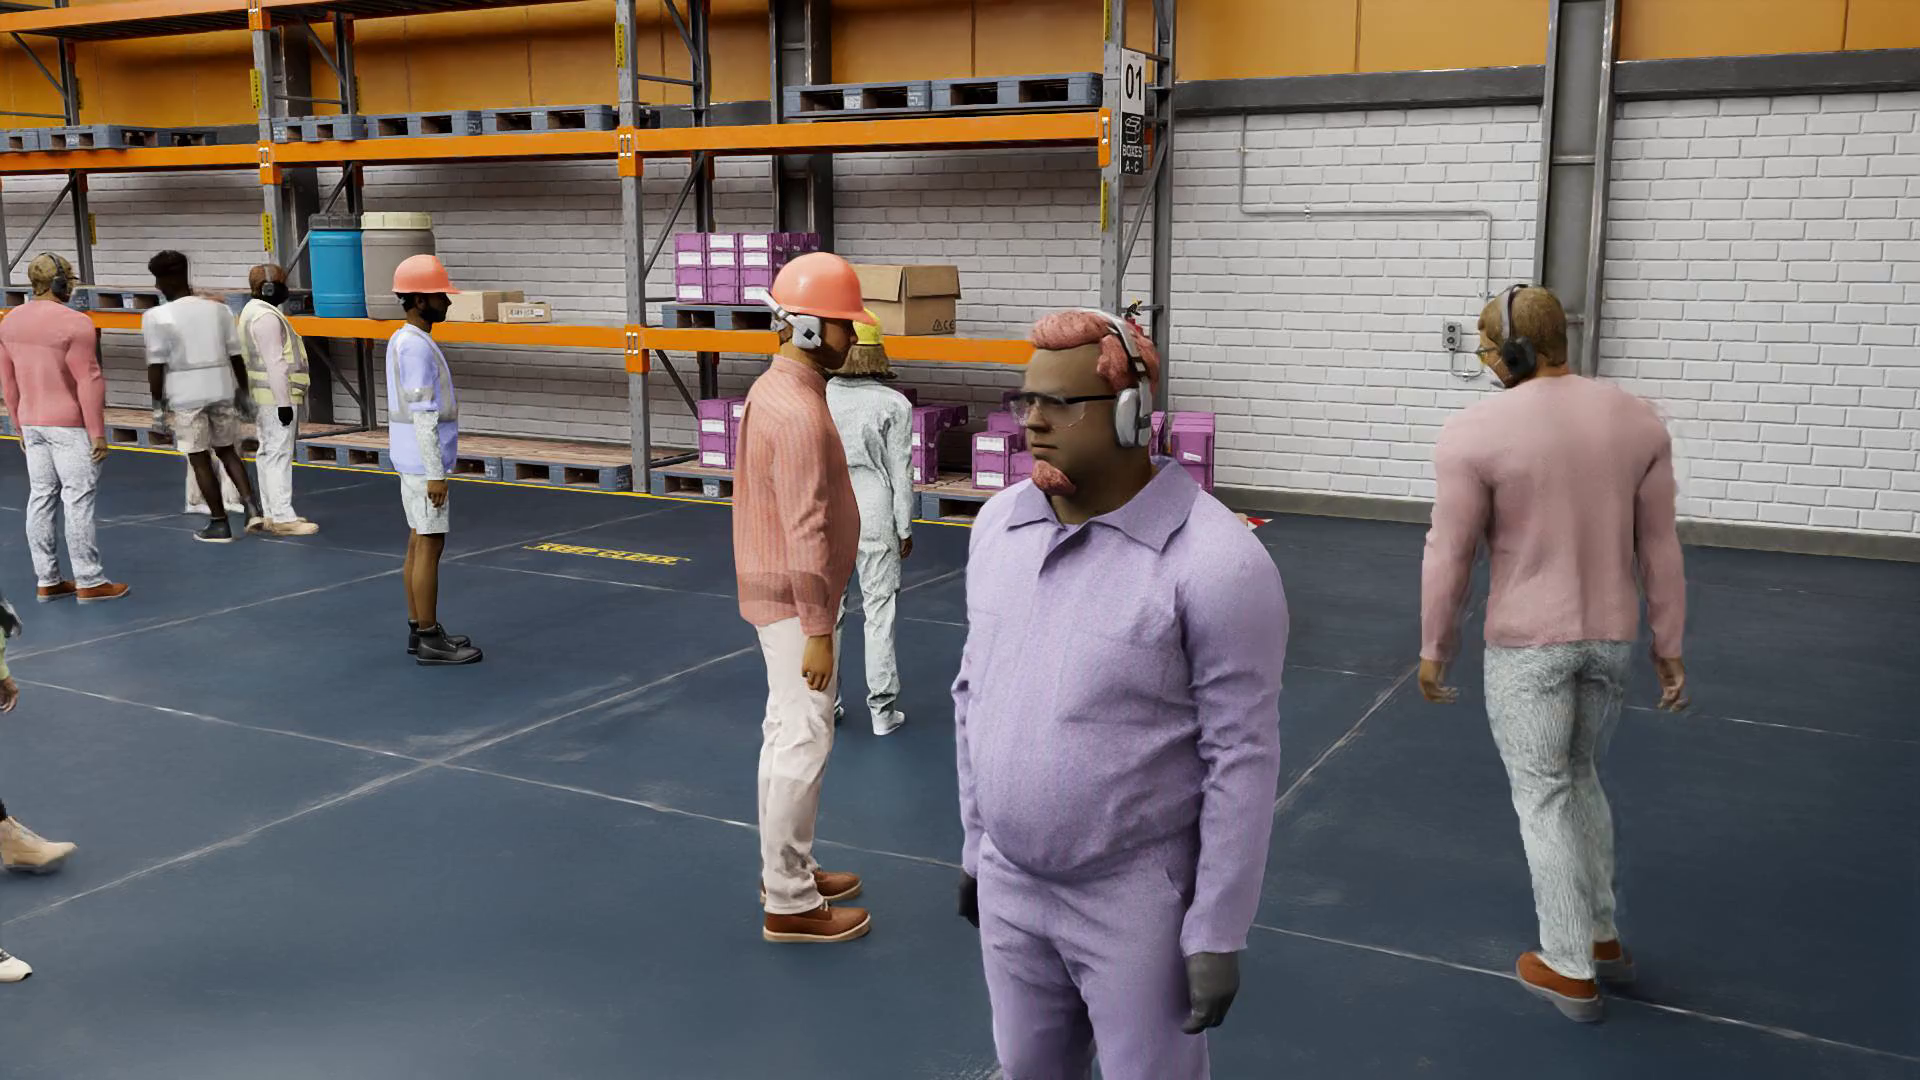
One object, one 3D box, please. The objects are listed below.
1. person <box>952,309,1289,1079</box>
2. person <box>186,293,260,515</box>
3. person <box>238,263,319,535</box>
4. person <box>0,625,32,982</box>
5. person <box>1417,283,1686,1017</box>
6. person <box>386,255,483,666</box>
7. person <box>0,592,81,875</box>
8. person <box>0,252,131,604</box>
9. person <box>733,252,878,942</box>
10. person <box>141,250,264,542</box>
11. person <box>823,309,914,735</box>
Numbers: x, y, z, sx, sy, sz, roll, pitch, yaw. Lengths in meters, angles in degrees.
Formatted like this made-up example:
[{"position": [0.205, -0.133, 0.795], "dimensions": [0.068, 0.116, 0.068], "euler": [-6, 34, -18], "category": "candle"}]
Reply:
[{"position": [0.211, 0.573, 2.797], "dimensions": [0.399, 1.909, 0.642], "euler": [-10, 14, -43], "category": "person"}, {"position": [-5.385, -0.978, 12.097], "dimensions": [0.636, 1.612, 0.507], "euler": [-3, 11, -18], "category": "person"}, {"position": [-4.661, -0.956, 11.360], "dimensions": [0.429, 1.844, 0.627], "euler": [-6, 12, -32], "category": "person"}, {"position": [-2.731, 0.363, 4.333], "dimensions": [0.315, 1.770, 0.524], "euler": [5, 12, 27], "category": "person"}, {"position": [1.567, 0.284, 4.399], "dimensions": [0.647, 1.896, 0.572], "euler": [-3, 11, -14], "category": "person"}, {"position": [-2.517, -0.374, 7.905], "dimensions": [0.357, 1.938, 0.543], "euler": [-5, 11, -24], "category": "person"}, {"position": [-3.280, 0.261, 5.226], "dimensions": [0.862, 1.644, 0.537], "euler": [-1, 10, -4], "category": "person"}, {"position": [-4.977, -0.609, 9.192], "dimensions": [0.629, 1.939, 0.372], "euler": [3, 11, 18], "category": "person"}, {"position": [-0.437, 0.178, 4.776], "dimensions": [0.411, 1.980, 0.626], "euler": [-2, 11, -13], "category": "person"}, {"position": [-5.016, -0.927, 10.969], "dimensions": [0.466, 1.931, 0.649], "euler": [8, 13, 36], "category": "person"}, {"position": [-0.414, -0.072, 6.809], "dimensions": [0.485, 1.737, 0.321], "euler": [3, 11, 16], "category": "person"}]
